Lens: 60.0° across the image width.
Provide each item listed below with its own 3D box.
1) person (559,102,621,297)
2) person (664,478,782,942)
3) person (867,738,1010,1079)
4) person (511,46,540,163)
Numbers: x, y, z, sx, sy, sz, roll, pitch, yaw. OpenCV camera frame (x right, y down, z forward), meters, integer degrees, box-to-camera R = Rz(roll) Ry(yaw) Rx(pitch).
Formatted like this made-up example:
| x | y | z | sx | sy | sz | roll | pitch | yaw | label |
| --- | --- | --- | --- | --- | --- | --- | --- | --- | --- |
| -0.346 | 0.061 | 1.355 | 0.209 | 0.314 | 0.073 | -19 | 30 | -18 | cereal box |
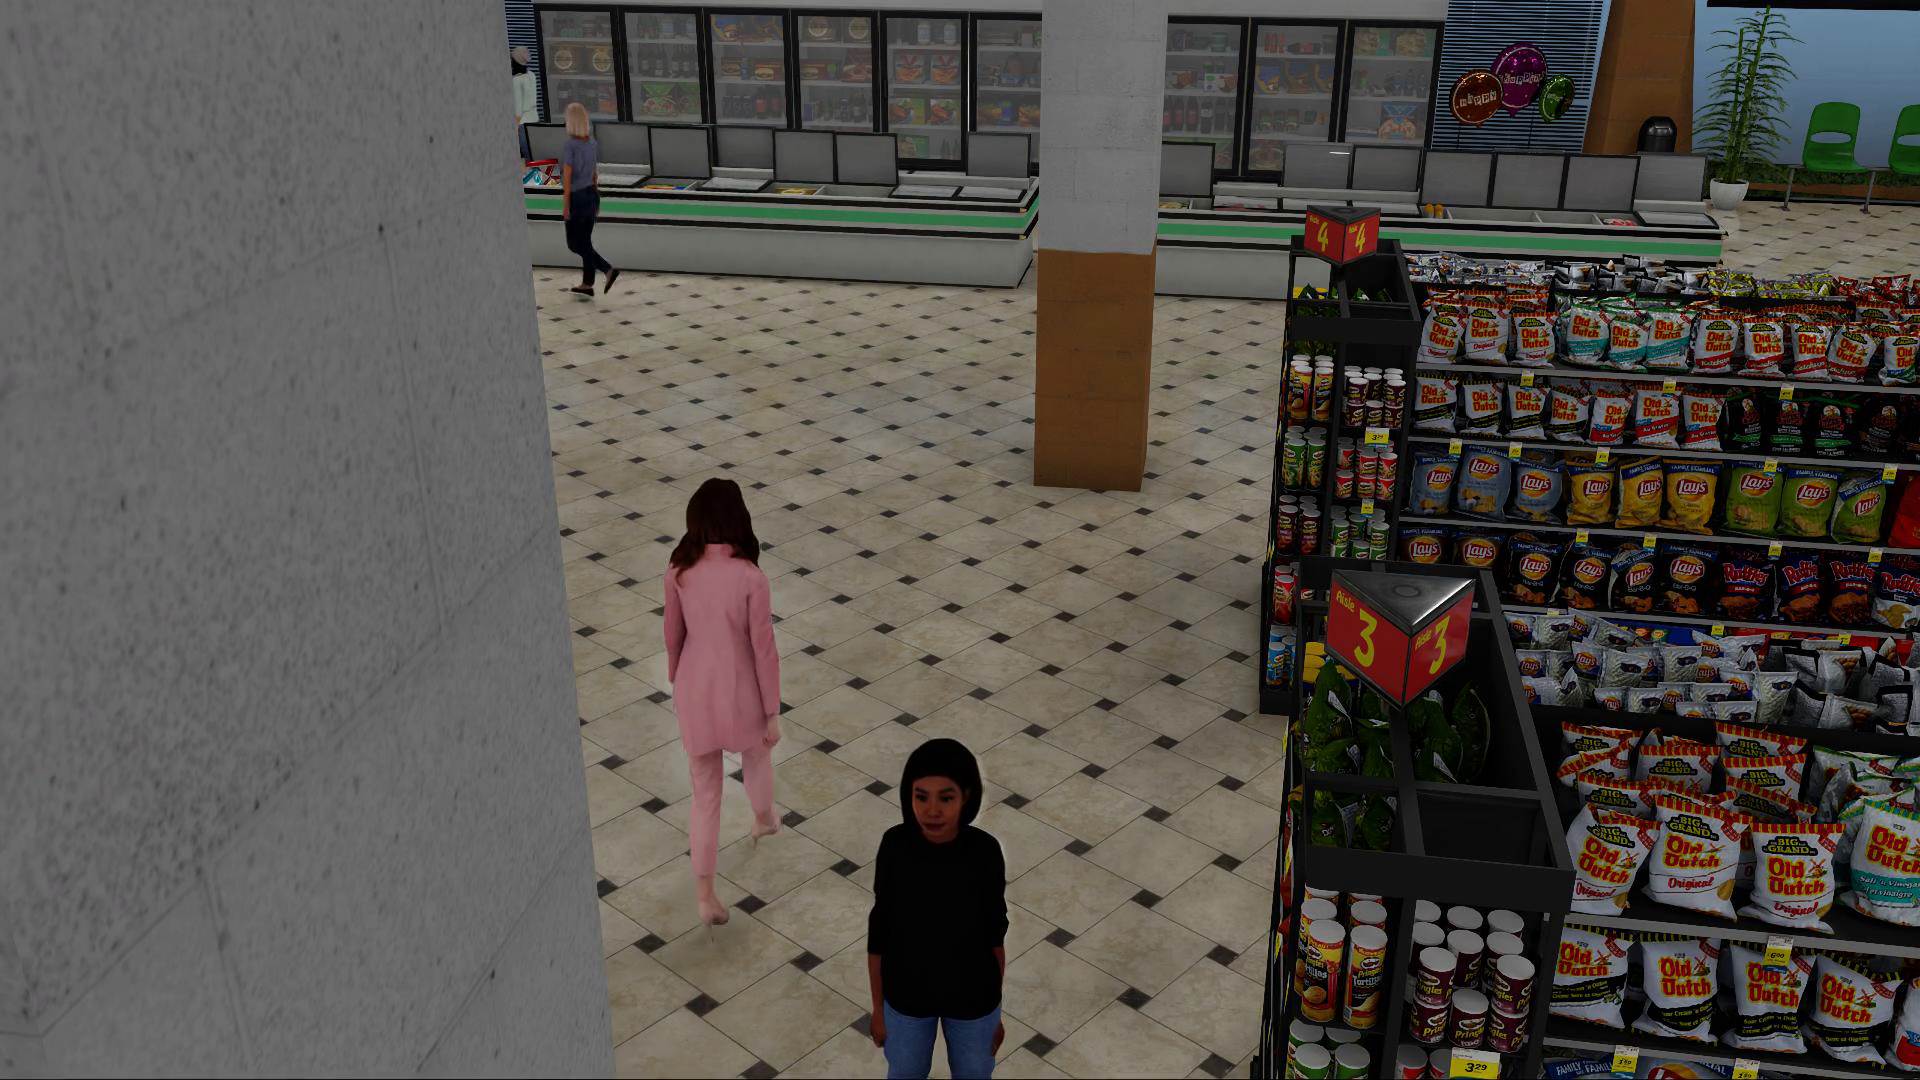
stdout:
| x | y | z | sx | sy | sz | roll | pitch | yaw | label |
| --- | --- | --- | --- | --- | --- | --- | --- | --- | --- |
| -3.267 | -2.956 | 14.637 | 0.903 | 1.709 | 0.717 | 11 | 26 | 24 | person |
| -0.927 | 0.679 | 6.279 | 1.018 | 1.750 | 0.685 | 4 | 24 | 9 | person |
| -0.059 | 1.336 | 4.838 | 0.522 | 1.702 | 0.656 | 0 | 24 | 0 | person |
| -4.902 | -4.746 | 18.806 | 0.529 | 1.645 | 0.585 | 7 | 25 | 15 | person |
